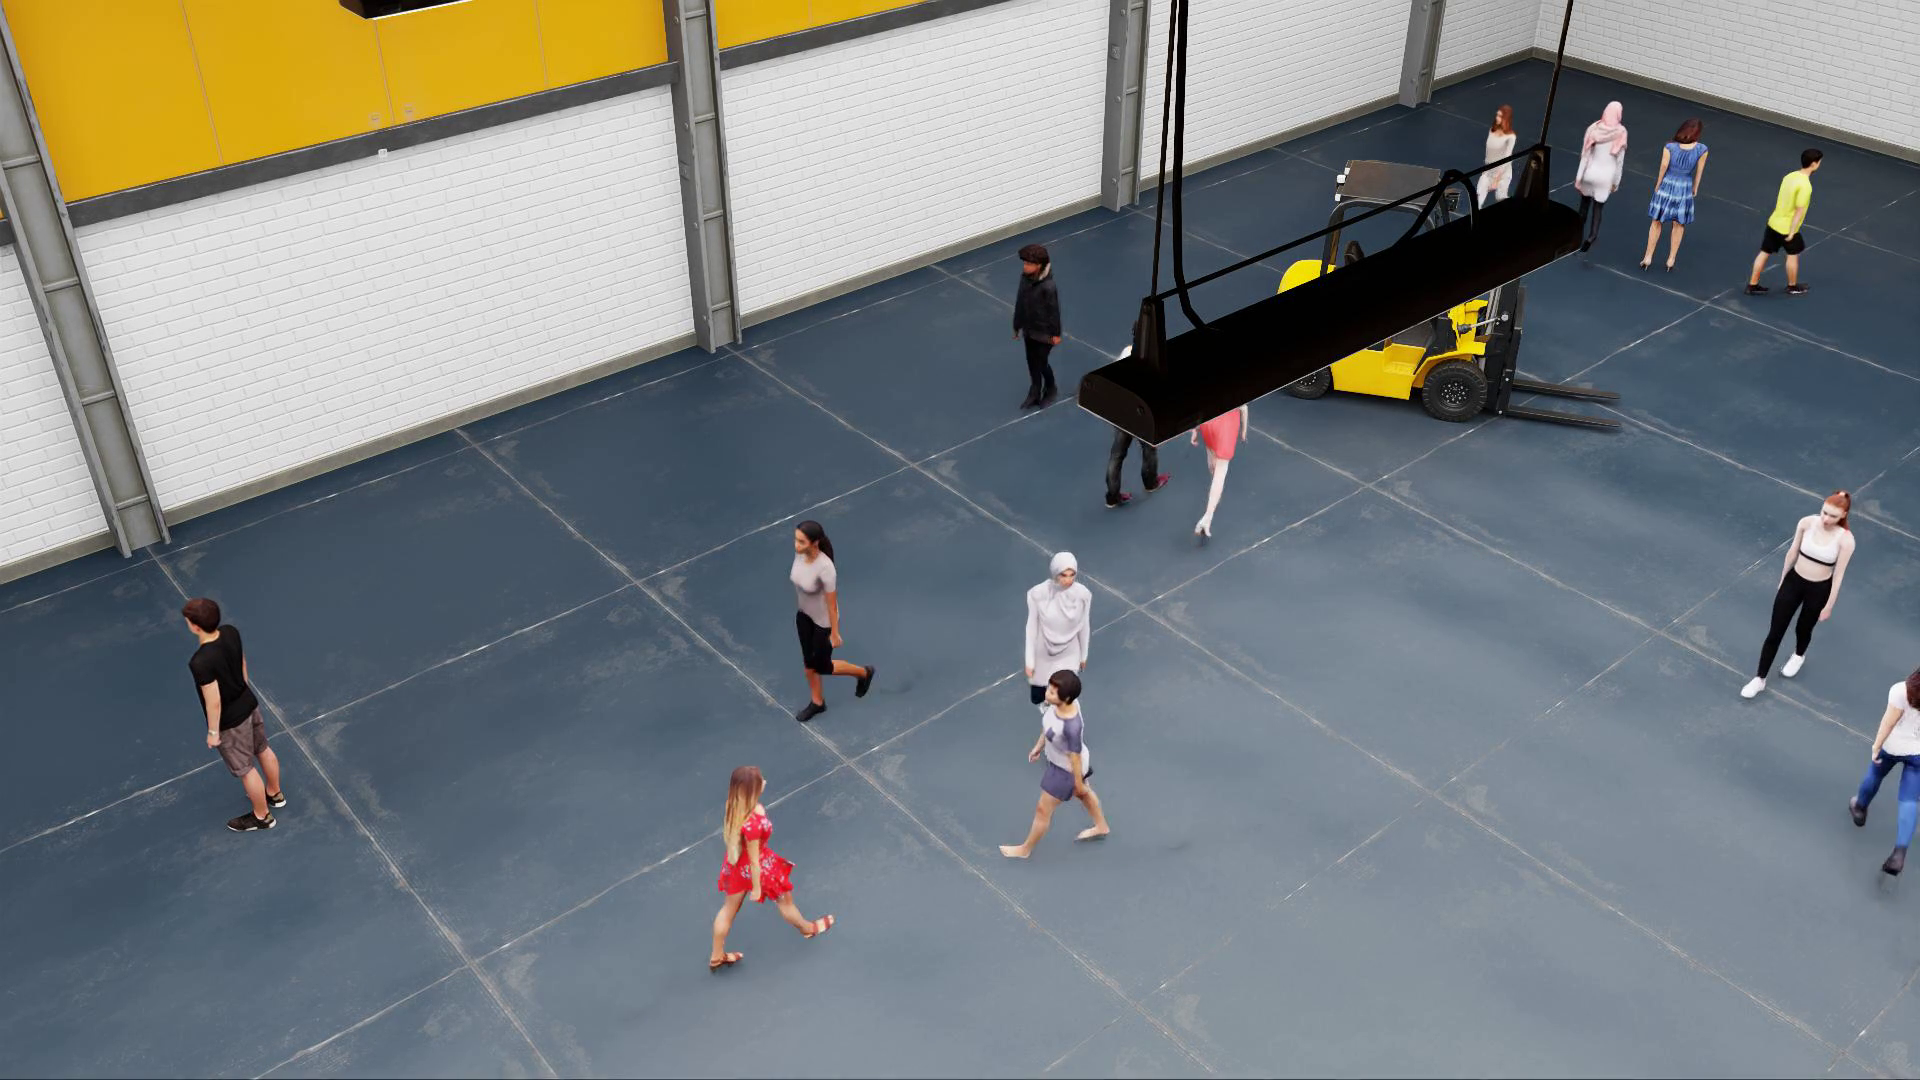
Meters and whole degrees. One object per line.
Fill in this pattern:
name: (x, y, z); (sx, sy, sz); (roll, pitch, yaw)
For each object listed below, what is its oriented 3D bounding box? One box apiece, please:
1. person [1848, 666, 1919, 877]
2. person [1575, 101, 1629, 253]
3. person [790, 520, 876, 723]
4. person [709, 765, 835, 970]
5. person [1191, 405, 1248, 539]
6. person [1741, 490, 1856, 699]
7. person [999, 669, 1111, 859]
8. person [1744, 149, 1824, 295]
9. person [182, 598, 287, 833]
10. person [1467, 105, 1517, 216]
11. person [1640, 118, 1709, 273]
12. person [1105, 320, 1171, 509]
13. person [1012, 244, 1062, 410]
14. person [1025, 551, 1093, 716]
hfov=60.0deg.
person: (6.252, 1.462, 10.941); (0.988, 1.654, 1.185); (10, 35, 15)
person: (7.395, -4.153, 19.275); (0.979, 1.780, 1.134); (8, 34, 11)
person: (-0.970, 0.566, 12.217); (0.860, 1.734, 0.624); (-23, 40, -30)
person: (-1.364, 2.034, 10.175); (1.100, 1.549, 0.718); (-17, 37, -24)
person: (2.209, -0.867, 14.334); (0.979, 1.777, 1.240); (14, 36, 19)
person: (6.422, 0.371, 12.526); (0.993, 1.716, 0.604); (-26, 42, -33)
person: (0.779, 1.475, 11.042); (1.084, 1.522, 0.928); (-3, 34, -5)
person: (9.031, -3.480, 18.352); (1.028, 1.682, 0.875); (-6, 34, -10)
person: (-4.896, 1.159, 11.209); (0.826, 1.862, 0.763); (3, 34, 5)
person: (6.401, -4.324, 19.626); (1.040, 1.676, 0.663); (-19, 38, -26)
person: (8.121, -3.920, 18.903); (0.753, 1.804, 0.770); (8, 35, 13)
person: (1.478, -1.074, 14.652); (0.955, 1.770, 0.657); (-25, 41, -32)
person: (0.820, -2.084, 16.186); (0.687, 1.754, 0.688); (-27, 42, -35)
person: (0.668, 0.786, 11.857); (0.942, 1.766, 0.992); (3, 34, 4)
